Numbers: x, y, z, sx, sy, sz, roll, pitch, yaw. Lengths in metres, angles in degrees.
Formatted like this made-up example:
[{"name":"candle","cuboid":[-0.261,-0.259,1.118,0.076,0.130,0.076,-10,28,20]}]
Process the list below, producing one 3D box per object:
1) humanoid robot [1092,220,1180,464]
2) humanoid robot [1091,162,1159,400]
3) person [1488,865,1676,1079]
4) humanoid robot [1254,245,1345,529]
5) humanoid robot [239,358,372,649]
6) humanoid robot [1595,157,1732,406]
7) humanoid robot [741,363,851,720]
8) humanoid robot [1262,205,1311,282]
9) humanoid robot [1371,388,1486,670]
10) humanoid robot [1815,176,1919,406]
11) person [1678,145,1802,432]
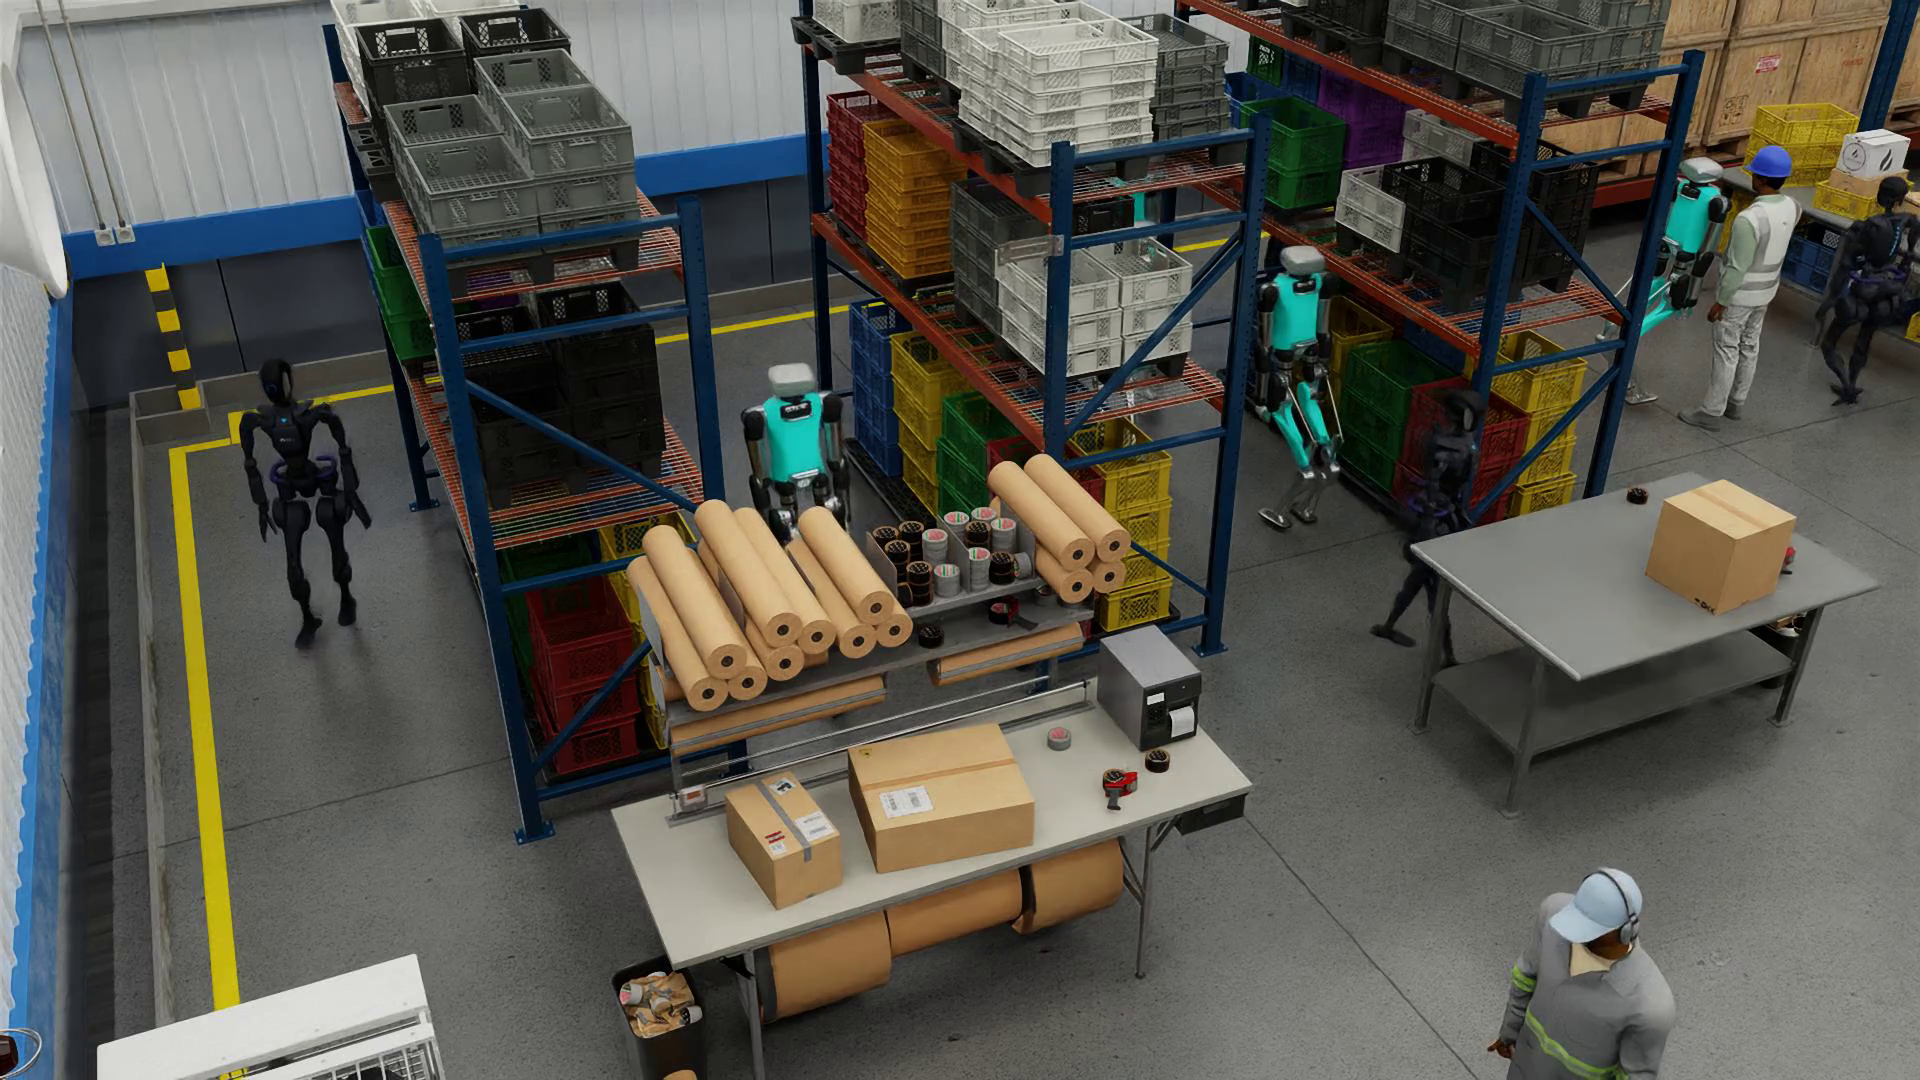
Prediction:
[{"name":"humanoid robot","cuboid":[1.050,-1.303,10.558,0.533,1.677,0.735,-2,32,-4]},{"name":"humanoid robot","cuboid":[1.241,-1.755,11.420,0.538,1.729,1.026,-19,36,-28]},{"name":"person","cuboid":[1.996,1.793,5.551,0.392,1.850,0.587,-13,34,-20]},{"name":"humanoid robot","cuboid":[2.075,-0.845,9.872,0.530,1.724,0.723,-15,35,-23]},{"name":"humanoid robot","cuboid":[-3.507,-0.213,8.977,0.589,1.649,0.496,-7,32,-11]},{"name":"humanoid robot","cuboid":[4.670,-1.726,11.280,0.730,1.692,0.532,-10,33,-16]},{"name":"humanoid robot","cuboid":[-0.694,0.059,8.495,0.544,1.777,0.940,-14,34,-21]},{"name":"humanoid robot","cuboid":[2.519,-2.447,12.617,0.554,1.640,0.600,-4,32,-7]},{"name":"humanoid robot","cuboid":[2.585,-0.061,8.749,0.695,1.634,0.601,20,37,29]},{"name":"humanoid robot","cuboid":[6.223,-1.663,11.326,0.606,1.646,0.433,-7,32,-11]},{"name":"person","cuboid":[5.209,-1.661,11.067,0.611,1.945,0.404,-21,37,-30]}]
